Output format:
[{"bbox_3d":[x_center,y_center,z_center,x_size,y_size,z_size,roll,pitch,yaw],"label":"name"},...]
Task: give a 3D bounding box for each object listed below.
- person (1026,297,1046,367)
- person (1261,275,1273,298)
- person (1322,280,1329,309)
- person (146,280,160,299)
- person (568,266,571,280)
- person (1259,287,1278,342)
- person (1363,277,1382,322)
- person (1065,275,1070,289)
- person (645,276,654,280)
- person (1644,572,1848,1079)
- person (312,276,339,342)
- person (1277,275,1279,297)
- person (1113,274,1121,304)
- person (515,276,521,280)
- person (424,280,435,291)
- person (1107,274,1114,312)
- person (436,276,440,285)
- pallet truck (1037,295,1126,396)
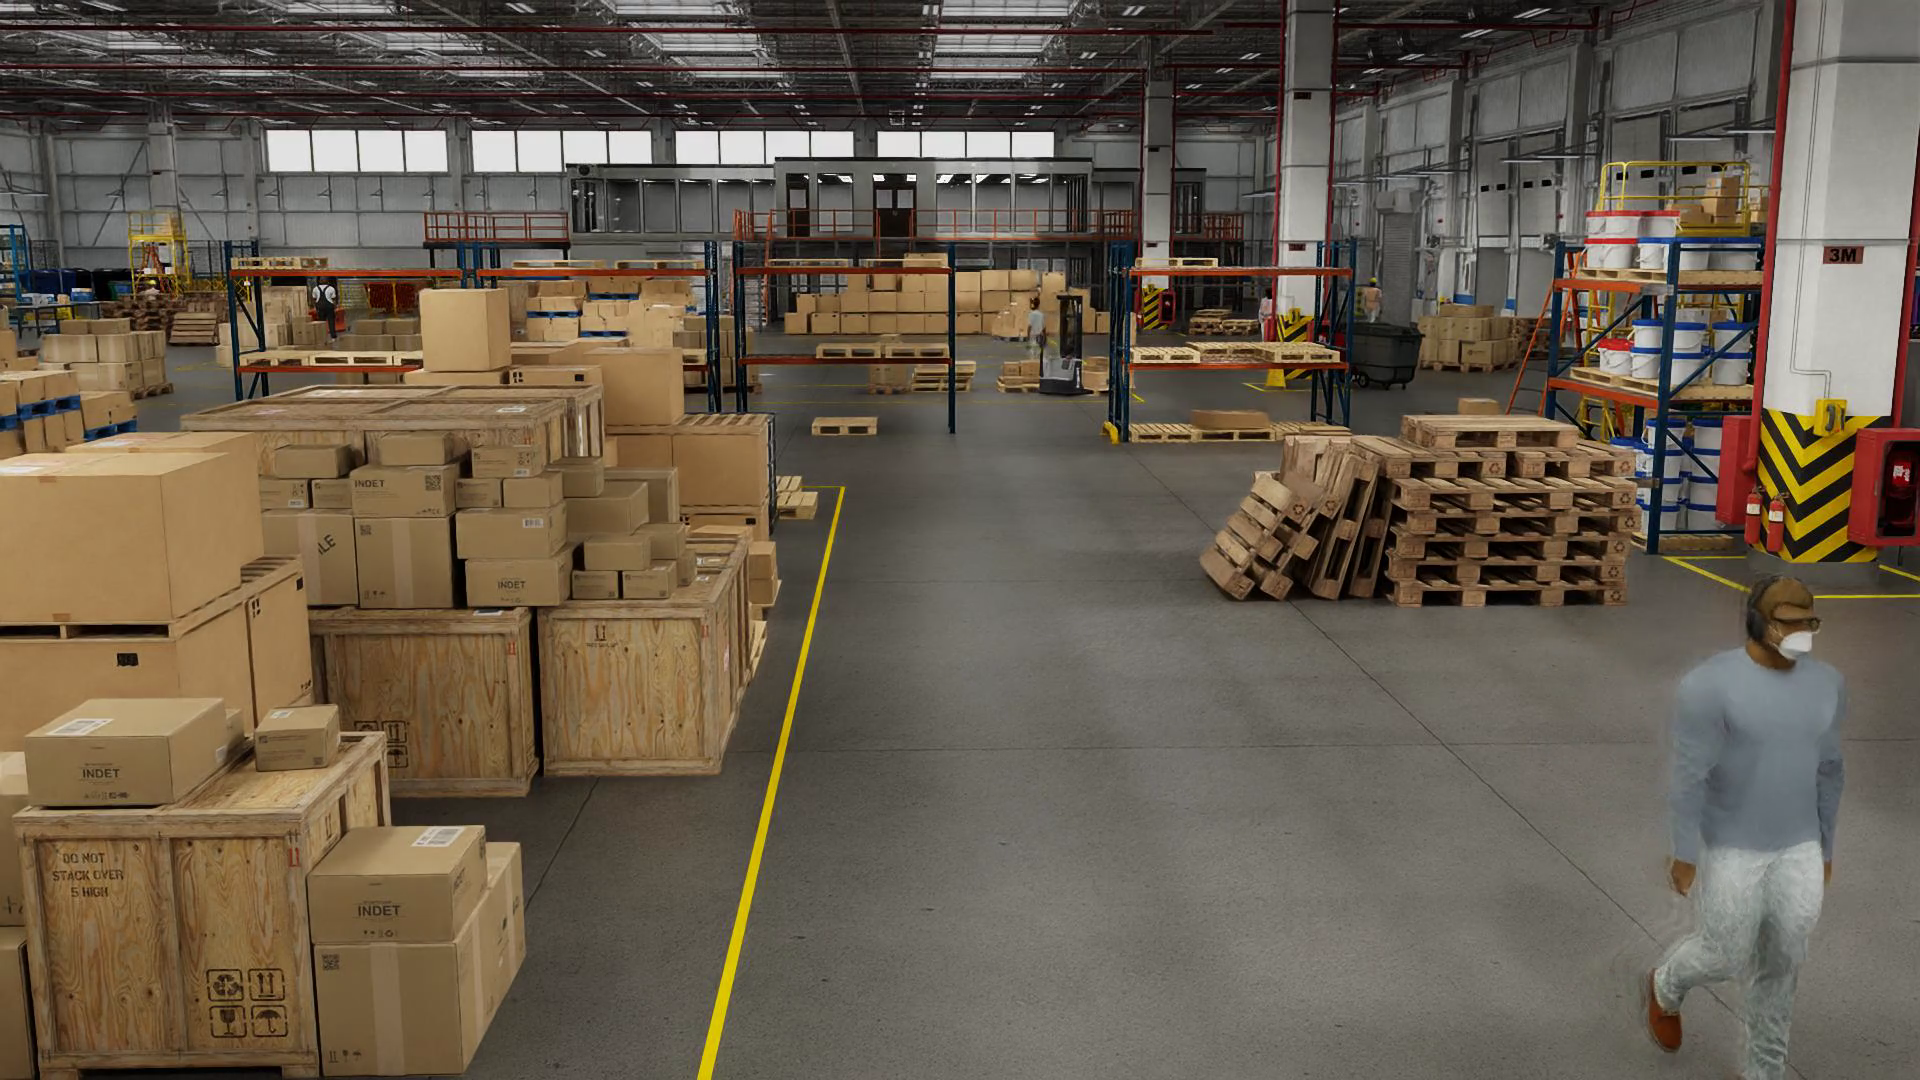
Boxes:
[{"bbox_3d":[1.666,-4.308,35.872,0.521,1.855,0.601,-10,14,-44],"label":"person"},{"bbox_3d":[14.178,-11.722,77.003,0.622,1.916,0.915,1,10,6],"label":"person"},{"bbox_3d":[13.240,-8.713,60.919,0.538,1.662,0.844,-4,11,-19],"label":"person"},{"bbox_3d":[-27.188,-7.907,56.176,0.559,1.750,0.474,2,10,9],"label":"person"},{"bbox_3d":[-17.854,-11.614,76.335,0.588,1.927,0.369,-9,14,-42],"label":"person"},{"bbox_3d":[8.140,-5.729,43.789,0.633,1.841,0.429,8,13,37],"label":"person"},{"bbox_3d":[13.233,-7.482,53.419,0.599,1.896,0.897,5,11,25],"label":"person"},{"bbox_3d":[3.635,-8.252,57.633,0.631,1.918,0.565,-6,12,-32],"label":"person"},{"bbox_3d":[-10.460,-8.063,56.242,0.610,2.040,0.394,-1,10,-7],"label":"person"},{"bbox_3d":[2.753,1.045,5.817,0.650,1.923,0.653,-2,10,-11],"label":"person"},{"bbox_3d":[-19.298,-7.057,50.635,0.683,2.000,0.536,0,10,-1],"label":"person"},{"bbox_3d":[11.226,-8.291,57.684,0.618,1.978,0.629,5,11,26],"label":"person"},{"bbox_3d":[6.187,-9.517,64.912,0.429,1.838,0.622,-8,13,-39],"label":"person"},{"bbox_3d":[-16.404,-9.030,61.982,0.552,1.913,0.776,-3,11,-17],"label":"person"},{"bbox_3d":[-15.855,-6.865,49.992,0.651,1.882,1.003,4,11,23],"label":"person"},{"bbox_3d":[5.940,-9.693,66.084,0.534,1.767,0.313,-7,12,-33],"label":"person"},{"bbox_3d":[-23.297,-11.195,74.158,0.424,1.868,0.578,-7,12,-33],"label":"person"},{"bbox_3d":[2.483,-3.881,33.060,1.885,1.965,0.823,-7,13,-36],"label":"pallet truck"}]
